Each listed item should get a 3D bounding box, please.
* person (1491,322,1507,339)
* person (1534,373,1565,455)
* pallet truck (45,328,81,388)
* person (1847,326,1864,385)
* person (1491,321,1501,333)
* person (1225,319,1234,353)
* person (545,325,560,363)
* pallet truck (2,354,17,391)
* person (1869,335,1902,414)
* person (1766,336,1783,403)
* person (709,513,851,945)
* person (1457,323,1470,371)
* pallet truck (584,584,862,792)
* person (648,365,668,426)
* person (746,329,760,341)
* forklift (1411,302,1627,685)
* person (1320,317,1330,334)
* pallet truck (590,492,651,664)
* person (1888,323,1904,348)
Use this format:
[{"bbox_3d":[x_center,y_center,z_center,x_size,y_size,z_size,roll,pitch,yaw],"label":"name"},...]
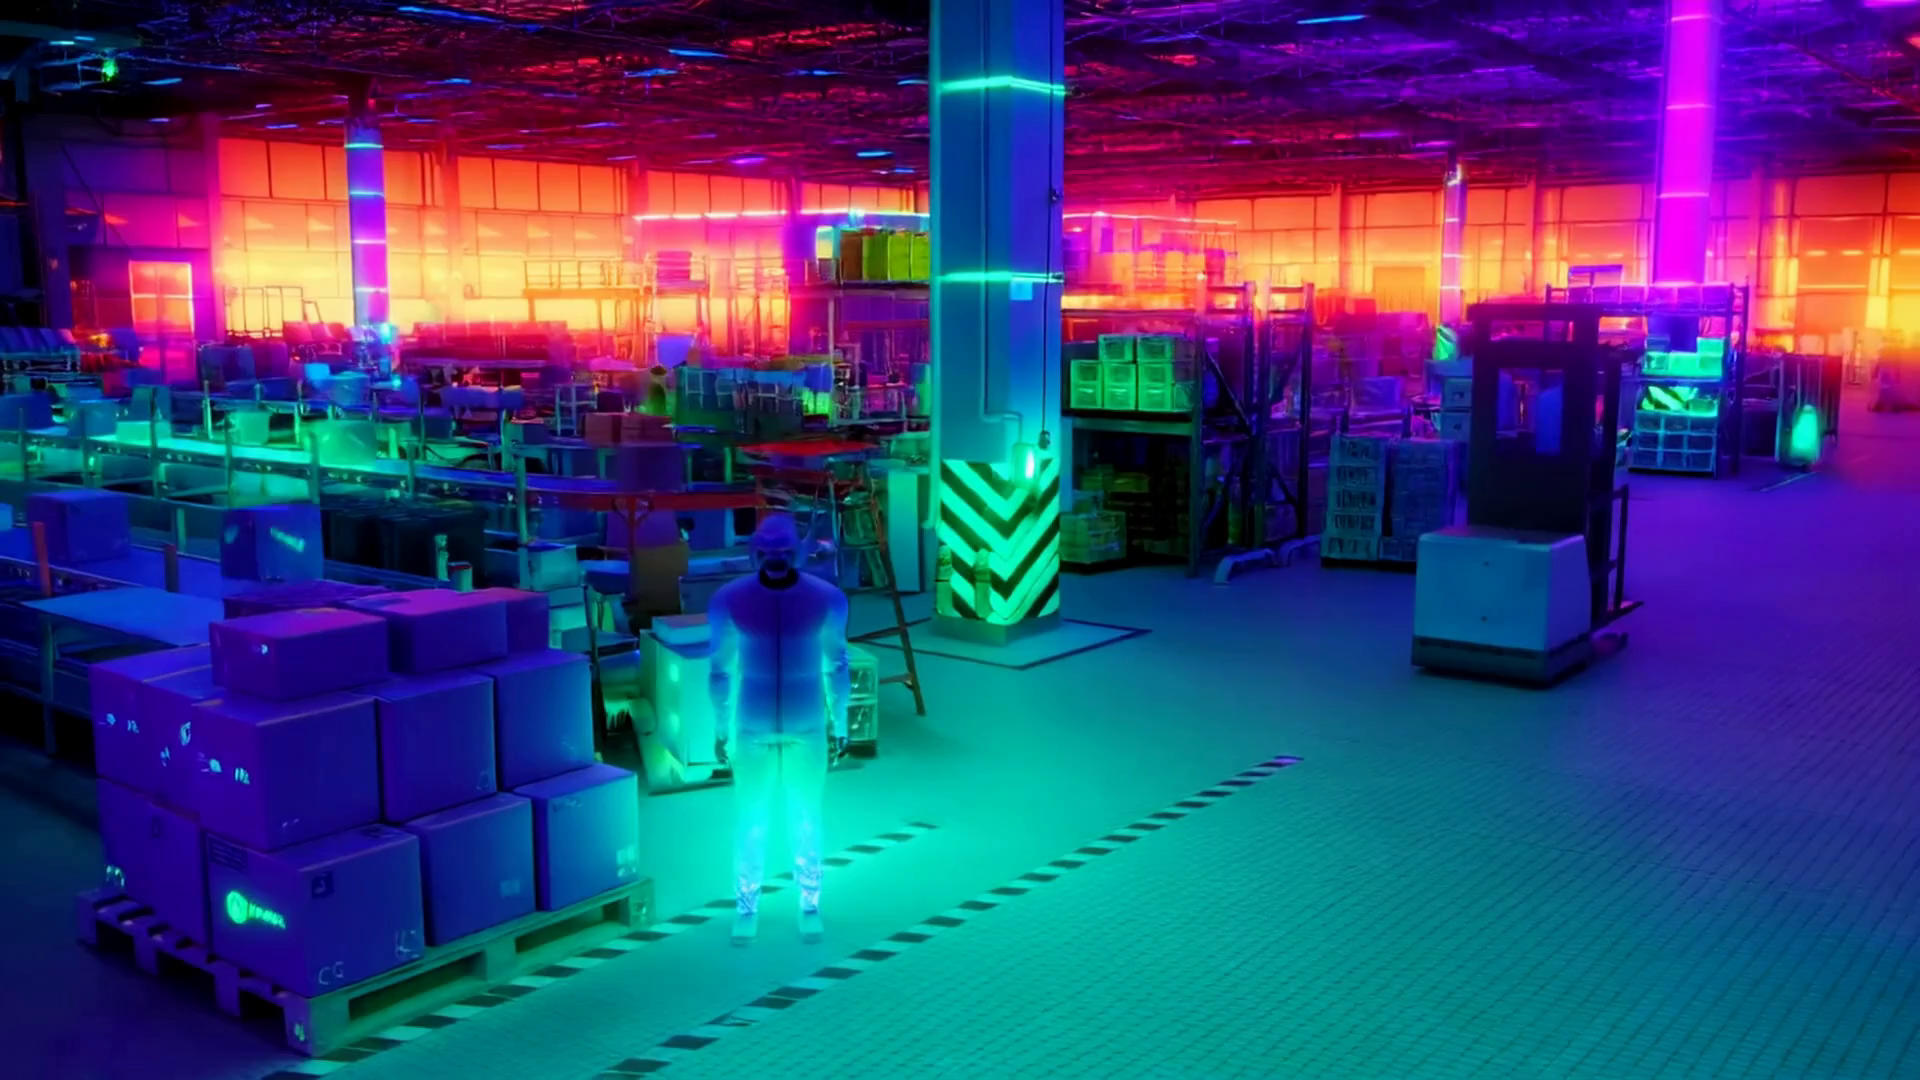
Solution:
[{"bbox_3d":[16.042,-5.462,49.537,0.535,2.000,0.688,-7,11,-41],"label":"person"},{"bbox_3d":[7.850,-1.275,21.952,0.643,1.852,1.022,-7,11,-40],"label":"person"},{"bbox_3d":[-23.775,-4.544,43.495,1.885,1.965,0.823,6,10,35],"label":"pallet truck"},{"bbox_3d":[28.361,-5.831,52.654,0.329,1.861,0.504,-4,9,-23],"label":"person"},{"bbox_3d":[25.668,-9.893,79.879,0.601,1.901,0.503,-1,9,-7],"label":"person"},{"bbox_3d":[10.832,-7.961,66.771,0.392,1.930,0.546,3,9,17],"label":"person"},{"bbox_3d":[-11.076,-4.867,45.560,0.687,2.028,0.629,-2,9,-10],"label":"person"},{"bbox_3d":[-24.881,-4.417,42.634,1.885,1.965,0.823,8,11,41],"label":"pallet truck"},{"bbox_3d":[22.392,-3.987,40.085,0.543,1.904,0.917,-4,9,-24],"label":"person"},{"bbox_3d":[21.484,-4.481,43.847,0.524,1.768,0.311,-7,11,-39],"label":"person"},{"bbox_3d":[-0.797,0.838,7.409,0.629,1.939,0.371,-1,8,-5],"label":"person"},{"bbox_3d":[15.673,-5.720,51.529,0.672,1.976,0.612,-1,9,-9],"label":"person"},{"bbox_3d":[-1.426,0.805,10.019,1.601,1.201,0.680,-4,9,-26],"label":"pallet truck"},{"bbox_3d":[-4.776,-1.901,26.458,0.364,1.754,0.545,1,9,9],"label":"person"},{"bbox_3d":[-7.939,-7.439,63.435,0.525,1.867,0.615,7,11,38],"label":"person"},{"bbox_3d":[4.379,-0.438,12.852,1.129,2.768,1.873,7,11,37],"label":"forklift"},{"bbox_3d":[16.485,-9.178,75.270,0.624,1.841,0.430,-3,9,-17],"label":"person"},{"bbox_3d":[-3.115,0.344,12.883,0.653,1.274,1.630,7,11,37],"label":"pallet truck"},{"bbox_3d":[30.950,-6.216,55.016,0.647,1.920,0.450,-2,9,-15],"label":"person"}]
